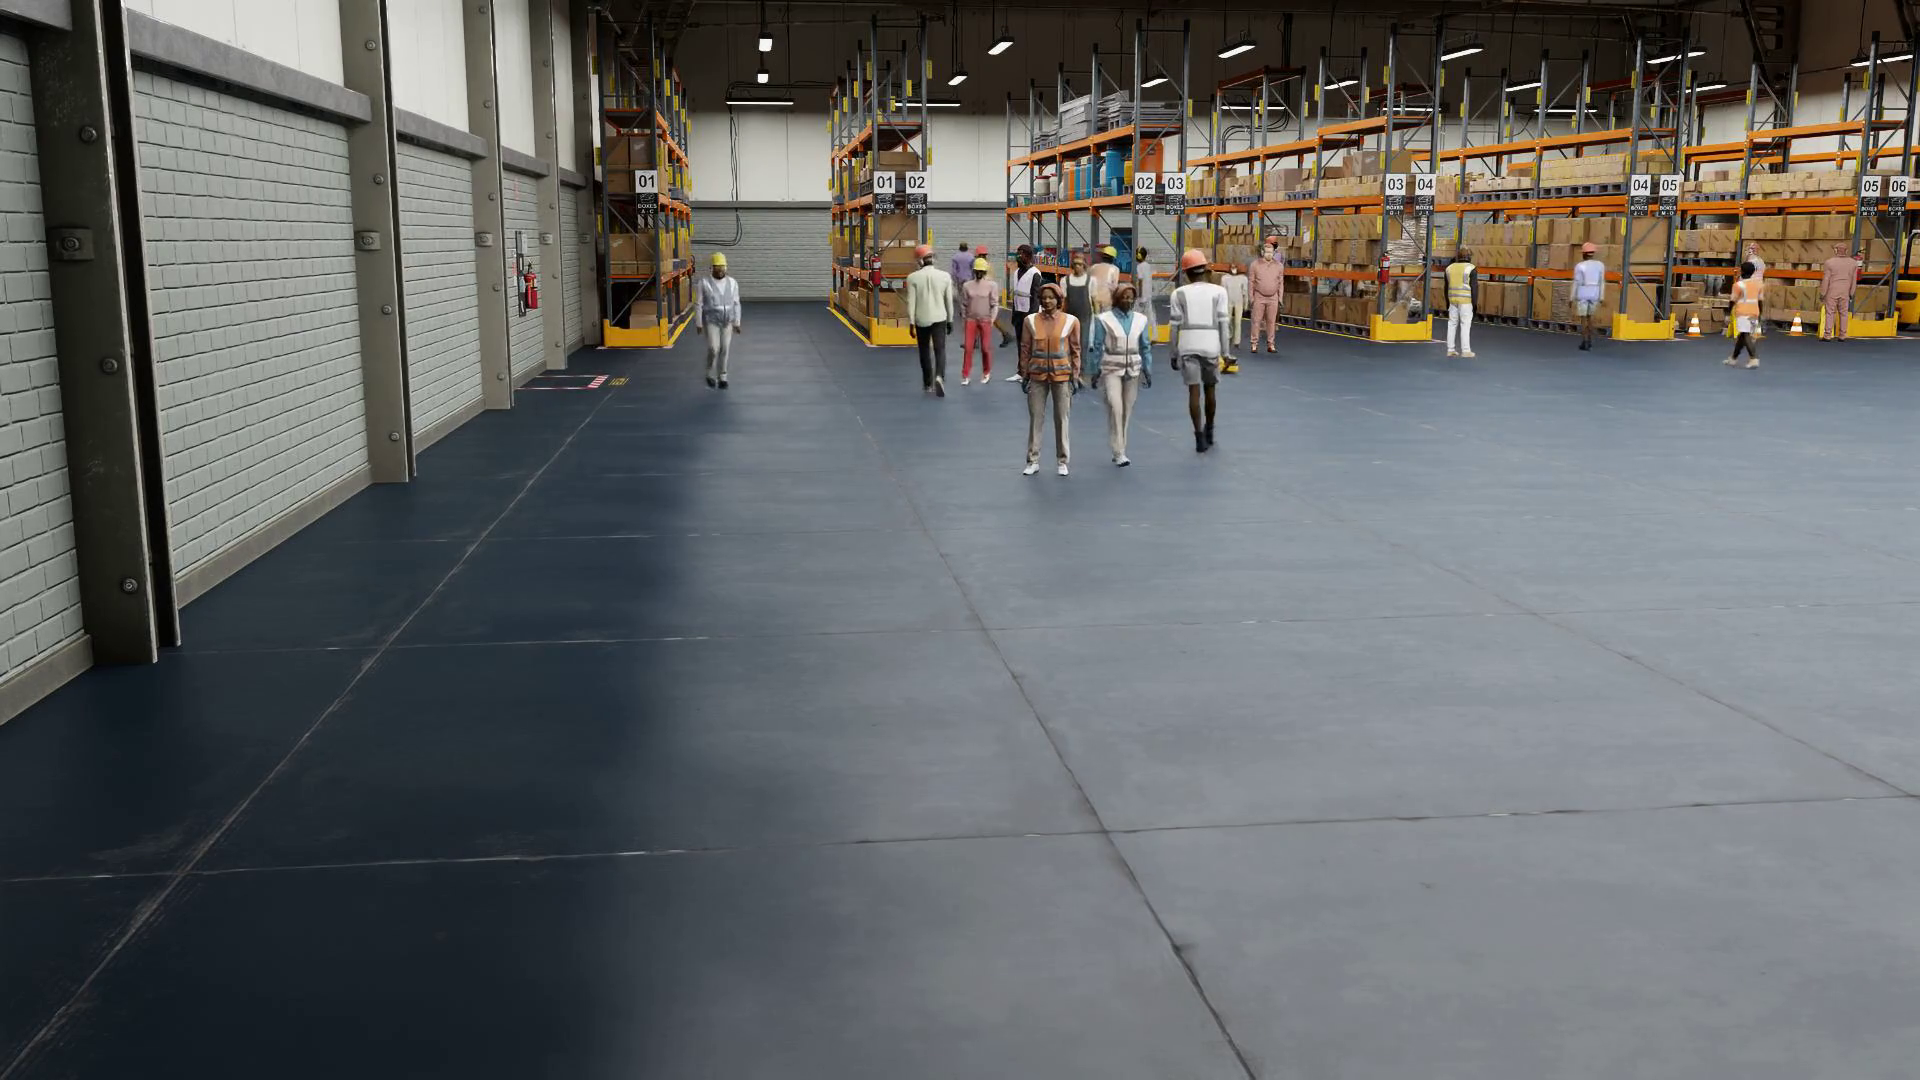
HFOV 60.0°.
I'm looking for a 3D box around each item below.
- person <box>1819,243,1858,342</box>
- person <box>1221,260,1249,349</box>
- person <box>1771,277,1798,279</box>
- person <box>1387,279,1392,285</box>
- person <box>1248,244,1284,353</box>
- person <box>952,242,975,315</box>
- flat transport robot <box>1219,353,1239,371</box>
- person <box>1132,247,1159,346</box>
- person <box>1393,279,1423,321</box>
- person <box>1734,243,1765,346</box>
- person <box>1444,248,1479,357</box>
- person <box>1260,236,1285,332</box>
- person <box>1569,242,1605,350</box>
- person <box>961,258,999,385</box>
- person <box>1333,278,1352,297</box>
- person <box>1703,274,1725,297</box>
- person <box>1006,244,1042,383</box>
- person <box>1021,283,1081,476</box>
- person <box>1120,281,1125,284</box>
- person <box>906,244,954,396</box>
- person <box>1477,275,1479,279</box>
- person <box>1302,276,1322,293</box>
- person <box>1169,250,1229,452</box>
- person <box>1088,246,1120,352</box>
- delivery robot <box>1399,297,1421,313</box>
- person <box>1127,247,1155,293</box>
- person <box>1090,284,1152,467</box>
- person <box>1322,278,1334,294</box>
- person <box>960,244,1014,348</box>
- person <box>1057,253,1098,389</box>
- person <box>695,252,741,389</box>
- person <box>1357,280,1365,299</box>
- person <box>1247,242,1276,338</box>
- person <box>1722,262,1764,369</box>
[{"bbox_3d":[16.994,-4.791,32.227,0.653,1.906,0.408,0,10,2],"label":"person"},{"bbox_3d":[4.967,-4.262,30.097,0.524,1.612,0.389,3,11,14],"label":"person"},{"bbox_3d":[19.485,-6.139,39.249,0.676,2.000,0.536,0,10,1],"label":"person"},{"bbox_3d":[12.330,-7.675,48.175,0.512,1.860,0.331,-5,11,-23],"label":"person"},{"bbox_3d":[5.367,-4.232,29.168,0.639,1.908,0.409,-1,10,-4],"label":"person"},{"bbox_3d":[0.097,-6.714,42.797,0.624,1.908,0.974,1,10,5],"label":"person"},{"bbox_3d":[3.811,-2.728,25.405,0.652,0.197,1.431,0,10,-1],"label":"flat transport robot"},{"bbox_3d":[3.356,-4.563,31.208,0.943,1.814,0.503,8,13,38],"label":"person"},{"bbox_3d":[10.776,-6.231,39.937,0.646,1.966,0.672,-2,11,-12],"label":"person"},{"bbox_3d":[14.683,-4.552,30.960,0.438,1.905,0.658,10,14,43],"label":"person"},{"bbox_3d":[8.515,-4.023,28.196,0.429,1.842,0.632,-8,13,-37],"label":"person"},{"bbox_3d":[6.656,-5.483,35.643,0.614,2.043,0.373,-4,11,-22],"label":"person"},{"bbox_3d":[11.227,-4.368,29.865,0.588,1.916,0.566,-1,10,-7],"label":"person"},{"bbox_3d":[0.277,-3.002,22.877,0.536,1.742,0.545,2,10,10],"label":"person"},{"bbox_3d":[9.442,-6.334,41.027,0.613,1.793,0.938,-4,11,-21],"label":"person"},{"bbox_3d":[19.843,-6.911,43.757,0.635,1.939,0.361,-1,10,-8],"label":"person"},{"bbox_3d":[0.922,-3.160,23.252,0.392,1.919,0.592,-6,12,-31],"label":"person"},{"bbox_3d":[0.772,-1.363,14.163,0.514,1.640,0.315,2,11,12],"label":"person"},{"bbox_3d":[4.581,-7.561,47.619,0.613,1.823,0.567,1,10,5],"label":"person"},{"bbox_3d":[-0.372,-2.830,21.399,0.622,1.945,0.990,-1,10,-8],"label":"person"},{"bbox_3d":[15.675,-8.236,51.069,0.944,1.930,0.612,4,11,23],"label":"person"},{"bbox_3d":[10.246,-7.766,48.382,0.628,1.968,0.850,1,10,5],"label":"person"},{"bbox_3d":[2.293,-1.824,16.001,0.568,1.888,0.950,1,10,6],"label":"person"},{"bbox_3d":[2.494,-4.257,29.441,0.676,1.861,0.957,5,12,26],"label":"person"},{"bbox_3d":[11.350,-5.941,41.984,0.477,0.478,0.707,-2,10,-9],"label":"delivery robot"},{"bbox_3d":[4.275,-6.009,39.241,0.643,1.798,0.967,-1,10,-3],"label":"person"},{"bbox_3d":[1.468,-1.439,14.663,0.540,1.610,0.730,-3,11,-18],"label":"person"},{"bbox_3d":[9.994,-6.957,44.710,0.546,1.682,0.602,-6,12,-32],"label":"person"},{"bbox_3d":[0.527,-4.445,30.385,0.957,1.901,0.557,0,10,0],"label":"person"},{"bbox_3d":[1.560,-2.926,22.294,0.539,1.794,0.947,2,11,12],"label":"person"},{"bbox_3d":[-3.209,-2.913,22.160,0.597,1.819,0.439,-7,12,-33],"label":"person"},{"bbox_3d":[9.987,-6.576,41.728,0.651,2.000,0.961,-5,11,-24],"label":"person"},{"bbox_3d":[6.035,-4.956,33.089,0.673,1.917,0.790,-2,11,-13],"label":"person"},{"bbox_3d":[12.161,-3.475,25.738,0.534,1.647,0.905,-3,11,-18],"label":"person"}]
